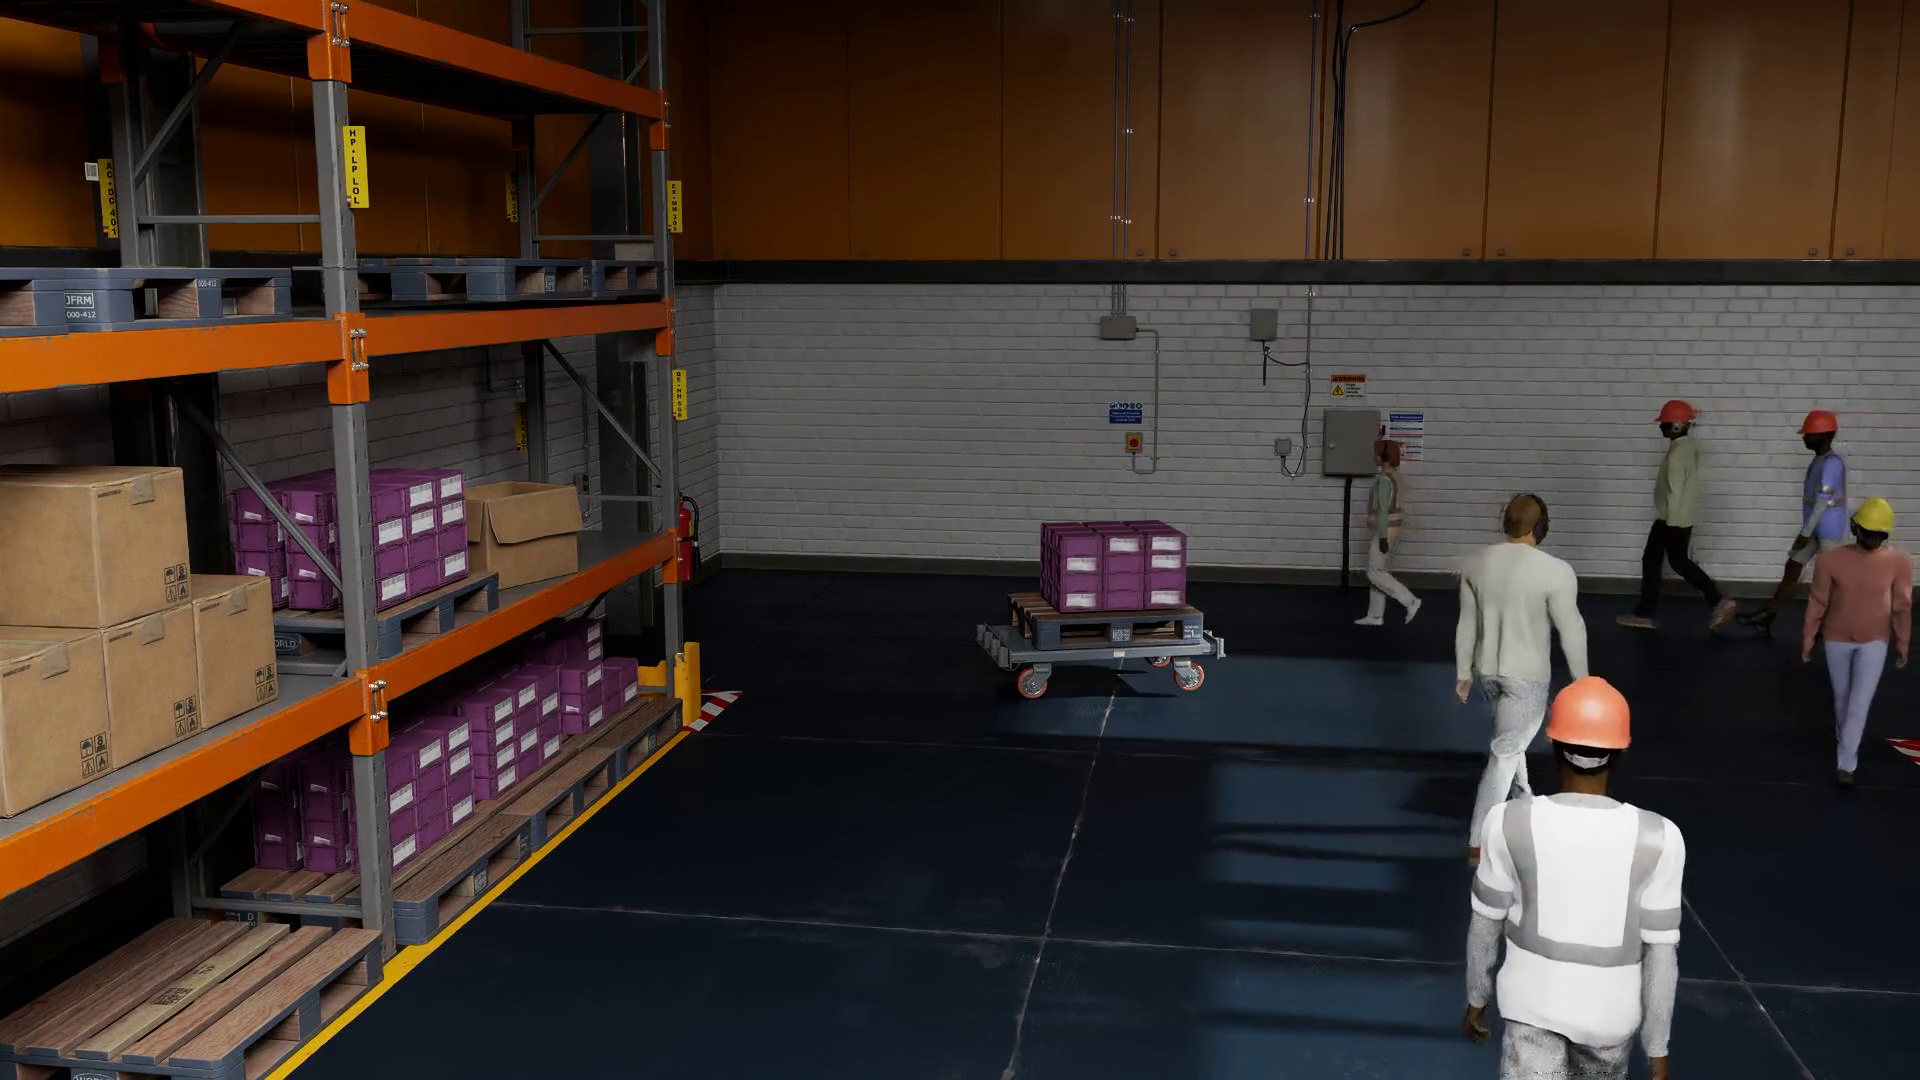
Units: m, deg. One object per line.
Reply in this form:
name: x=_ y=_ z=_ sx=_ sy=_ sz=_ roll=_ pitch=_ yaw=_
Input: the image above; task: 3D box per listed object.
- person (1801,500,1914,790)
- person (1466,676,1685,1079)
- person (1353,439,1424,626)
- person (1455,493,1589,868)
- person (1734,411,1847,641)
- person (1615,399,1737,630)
person: x=5.291 y=0.598 z=9.824 sx=0.554 sy=1.700 sz=0.888 roll=5 pitch=11 yaw=30
person: x=1.750 y=1.327 z=4.800 sx=0.561 sy=1.889 sz=0.986 roll=3 pitch=10 yaw=17
person: x=3.641 y=-0.043 z=14.047 sx=0.526 sy=1.626 sz=0.518 roll=4 pitch=10 yaw=25
person: x=2.950 y=0.703 z=8.622 sx=0.984 sy=1.893 sz=0.656 roll=-6 pitch=11 yaw=-32
person: x=6.894 y=-0.104 z=13.589 sx=0.966 sy=1.891 sz=0.550 roll=2 pitch=9 yaw=11
person: x=6.067 y=-0.200 z=13.976 sx=0.852 sy=1.966 sz=0.624 roll=8 pitch=12 yaw=40
